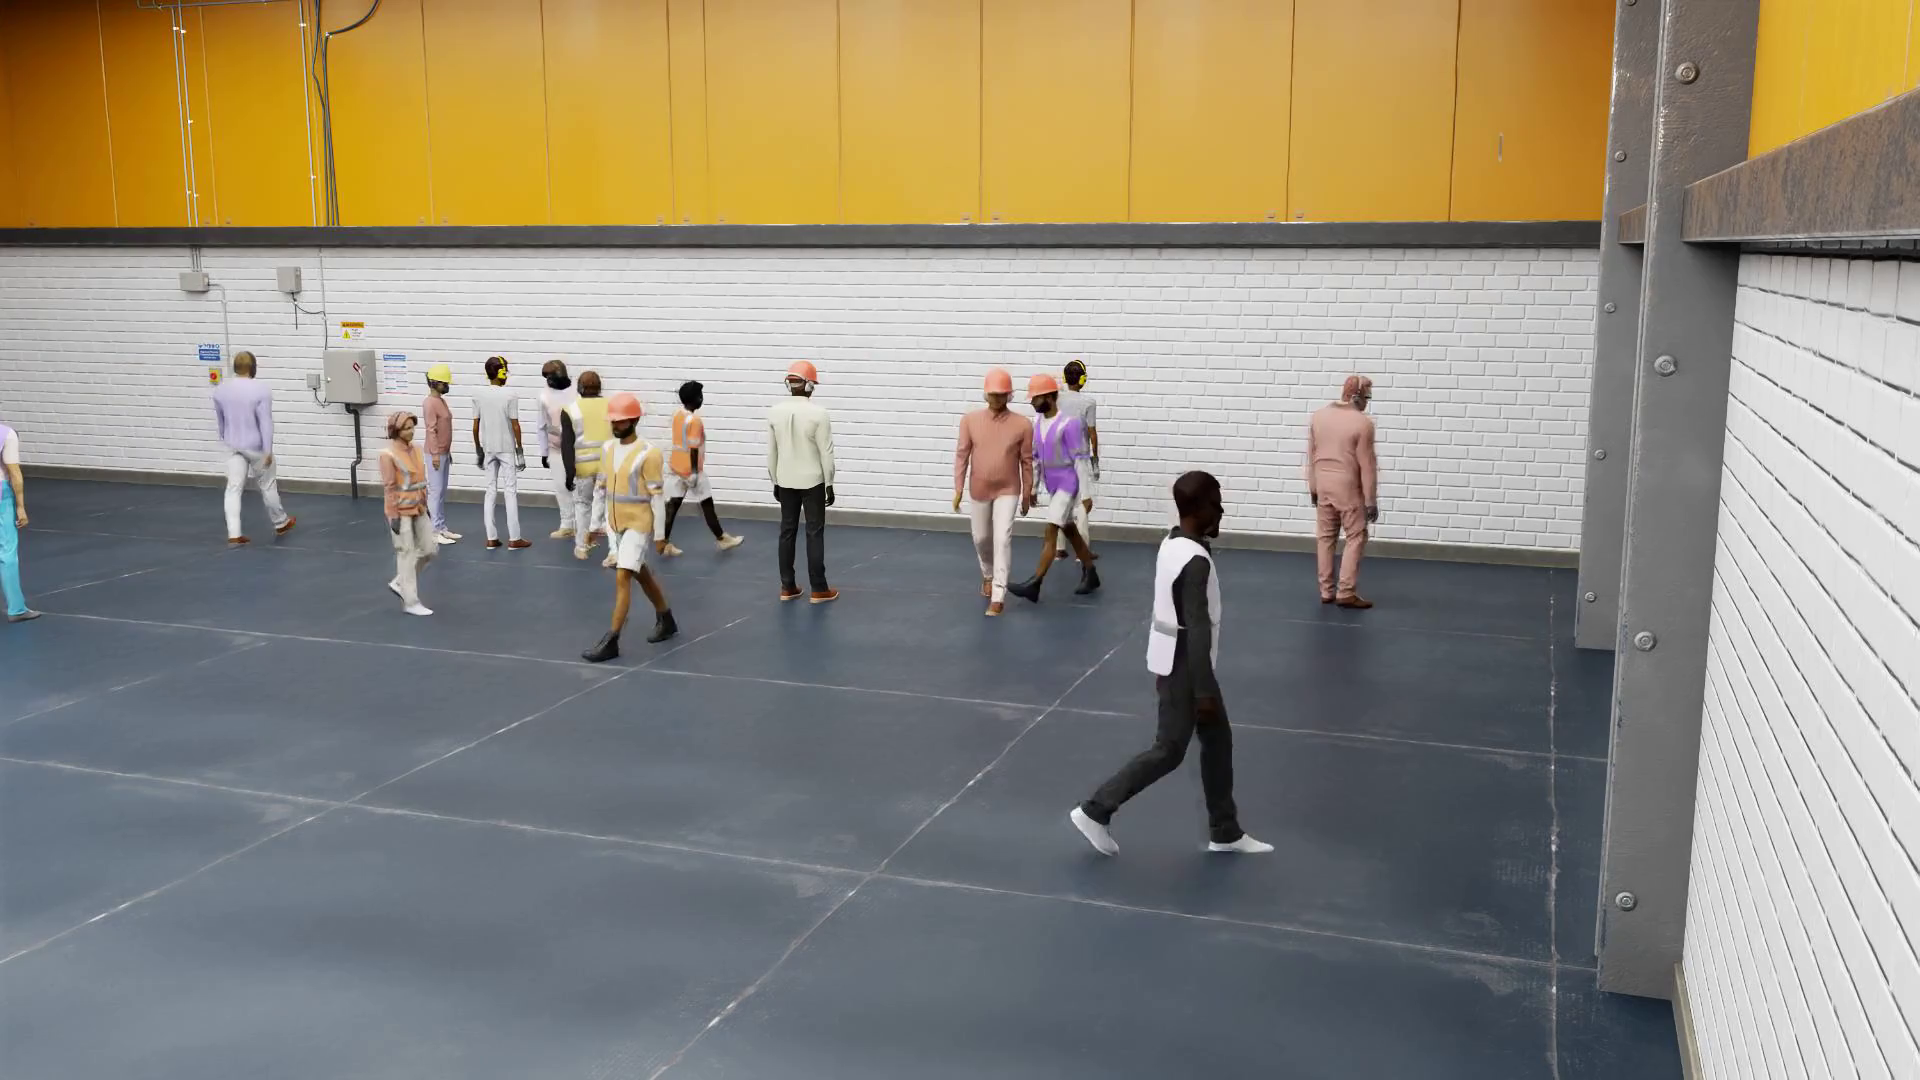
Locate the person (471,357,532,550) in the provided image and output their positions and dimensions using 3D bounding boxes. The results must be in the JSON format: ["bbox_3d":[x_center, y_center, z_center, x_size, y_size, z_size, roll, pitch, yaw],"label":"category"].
[{"bbox_3d":[-4.427,-0.833,16.013,0.517,1.865,0.327,2,10,12],"label":"person"}]

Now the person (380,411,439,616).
[{"bbox_3d":[-4.370,-0.209,13.130,0.375,1.627,0.542,3,10,15],"label":"person"}]

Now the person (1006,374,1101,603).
[{"bbox_3d":[0.817,-0.434,13.715,1.018,1.871,0.582,-6,12,-29],"label":"person"}]

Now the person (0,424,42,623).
[{"bbox_3d":[-7.507,-0.262,12.842,0.564,1.846,0.392,1,10,3],"label":"person"}]

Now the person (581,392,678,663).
[{"bbox_3d":[-2.360,-0.124,11.959,0.554,1.892,0.993,8,13,37],"label":"person"}]

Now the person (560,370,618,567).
[{"bbox_3d":[-3.325,-0.651,15.223,0.645,1.790,0.989,-6,11,-28],"label":"person"}]

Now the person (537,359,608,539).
[{"bbox_3d":[-3.799,-0.892,16.552,0.787,1.808,0.433,0,10,-3],"label":"person"}]

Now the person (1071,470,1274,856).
[{"bbox_3d":[1.018,0.602,7.886,0.933,1.894,0.594,1,10,3],"label":"person"}]

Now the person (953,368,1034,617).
[{"bbox_3d":[0.287,-0.420,13.438,0.624,1.965,0.947,2,10,9],"label":"person"}]

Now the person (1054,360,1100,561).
[{"bbox_3d":[1.058,-0.733,15.432,0.531,1.871,0.322,5,11,26],"label":"person"}]

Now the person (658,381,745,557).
[{"bbox_3d":[-2.477,-0.668,15.637,0.860,1.646,0.548,-7,12,-33],"label":"person"}]

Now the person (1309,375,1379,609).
[{"bbox_3d":[3.102,-0.381,13.448,0.404,1.880,0.694,-8,13,-37],"label":"person"}]

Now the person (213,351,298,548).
[{"bbox_3d":[-6.947,-0.906,16.329,0.649,1.886,1.002,1,10,8],"label":"person"}]

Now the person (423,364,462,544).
[{"bbox_3d":[-5.108,-0.845,16.372,0.320,1.762,0.522,-1,10,-4],"label":"person"}]

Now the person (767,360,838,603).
[{"bbox_3d":[-1.286,-0.476,13.648,0.608,1.988,0.387,5,11,24],"label":"person"}]
